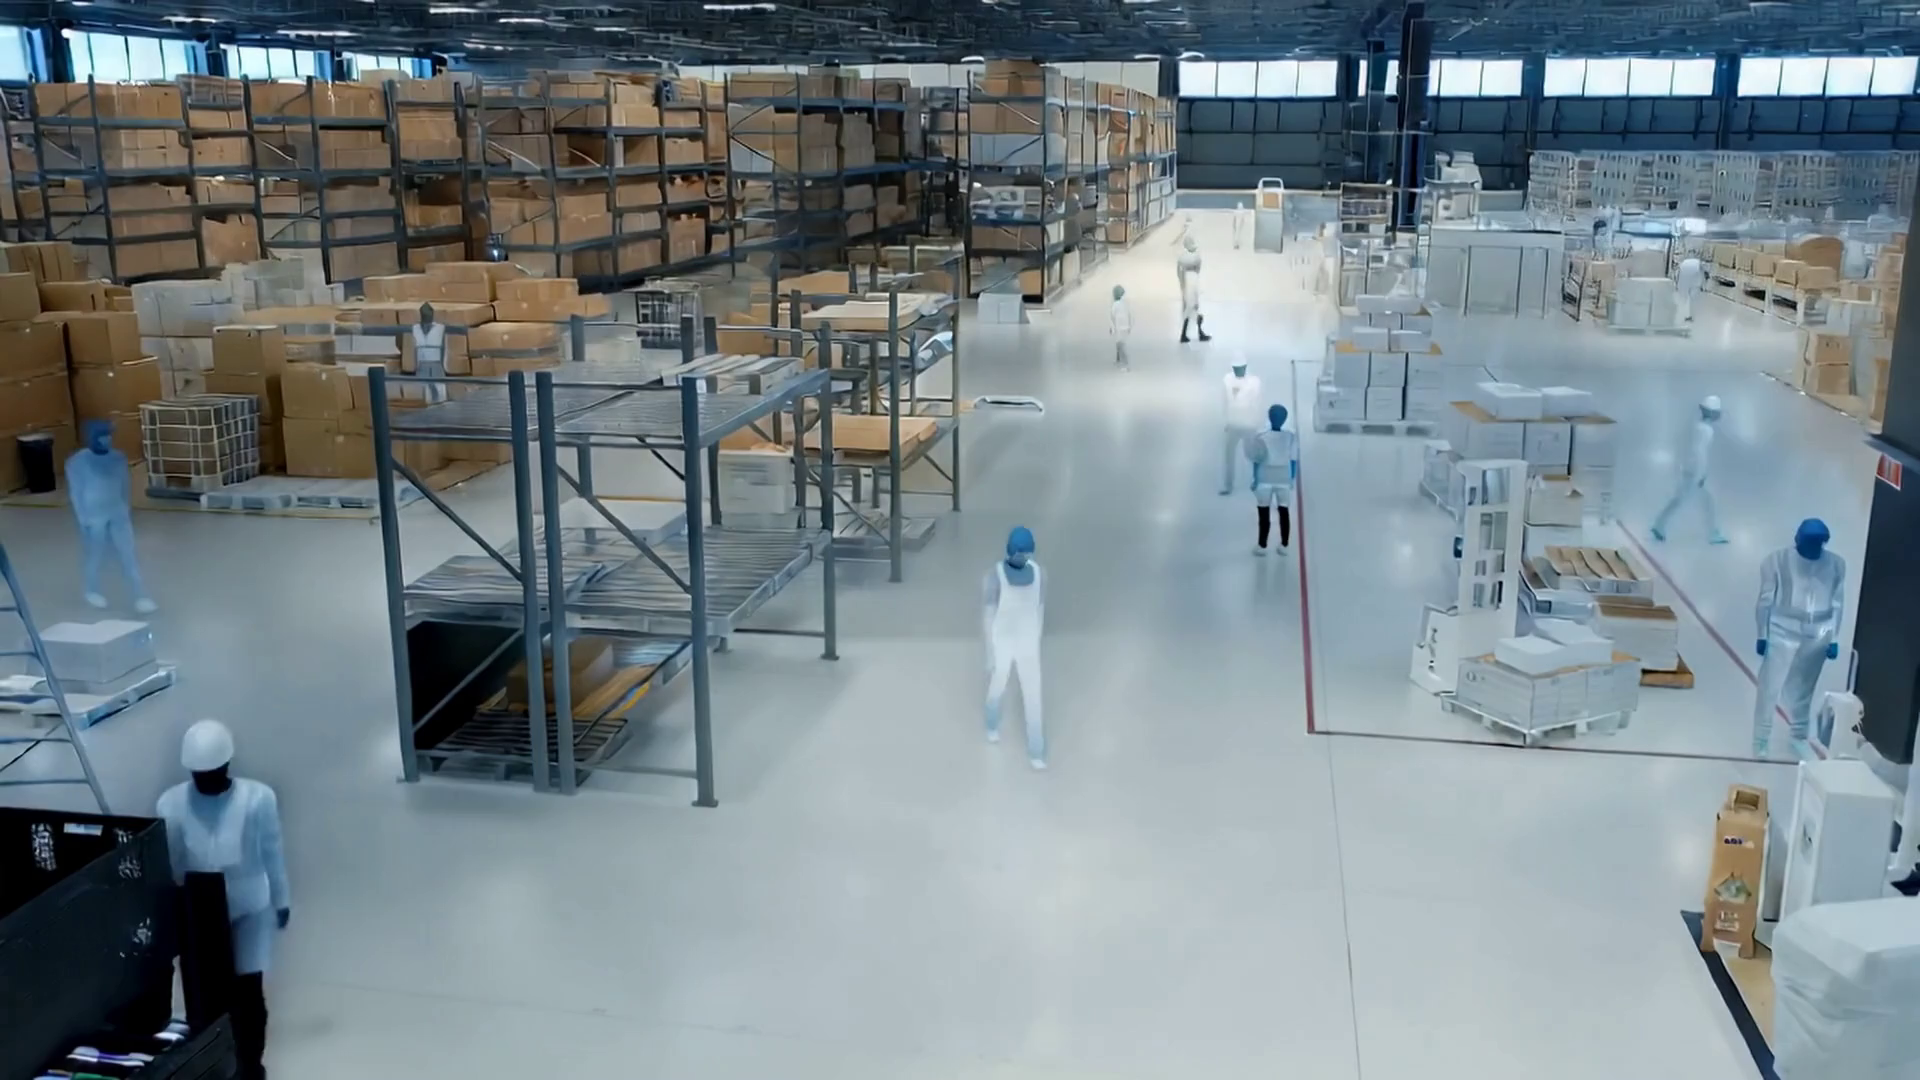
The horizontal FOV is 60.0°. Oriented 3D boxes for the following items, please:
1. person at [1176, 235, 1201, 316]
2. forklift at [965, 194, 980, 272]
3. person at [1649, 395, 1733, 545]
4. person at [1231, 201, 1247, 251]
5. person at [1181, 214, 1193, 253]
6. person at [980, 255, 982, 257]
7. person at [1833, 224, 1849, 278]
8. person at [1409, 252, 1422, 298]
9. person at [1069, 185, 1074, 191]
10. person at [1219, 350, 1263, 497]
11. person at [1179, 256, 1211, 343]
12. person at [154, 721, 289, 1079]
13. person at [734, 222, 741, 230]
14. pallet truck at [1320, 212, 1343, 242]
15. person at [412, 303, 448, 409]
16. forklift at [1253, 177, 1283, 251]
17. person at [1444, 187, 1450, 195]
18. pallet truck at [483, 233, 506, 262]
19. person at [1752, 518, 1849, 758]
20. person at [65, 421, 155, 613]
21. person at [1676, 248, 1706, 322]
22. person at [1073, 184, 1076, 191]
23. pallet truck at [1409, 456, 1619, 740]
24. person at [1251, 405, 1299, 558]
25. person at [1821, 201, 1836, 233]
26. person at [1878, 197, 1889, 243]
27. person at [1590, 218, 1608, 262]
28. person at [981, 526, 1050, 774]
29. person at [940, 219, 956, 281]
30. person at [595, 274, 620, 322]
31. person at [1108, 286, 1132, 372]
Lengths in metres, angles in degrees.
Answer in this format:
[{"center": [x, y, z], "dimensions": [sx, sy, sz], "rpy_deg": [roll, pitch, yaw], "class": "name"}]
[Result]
[{"center": [5.739, -6.695, 42.114], "dimensions": [0.539, 2.000, 0.689], "rpy_deg": [12, 18, 39], "class": "person"}, {"center": [0.833, -10.373, 55.317], "dimensions": [1.129, 2.768, 1.873], "rpy_deg": [3, 14, 10], "class": "forklift"}, {"center": [8.310, -0.790, 18.798], "dimensions": [0.887, 1.727, 0.520], "rpy_deg": [0, 14, -1], "class": "person"}, {"center": [10.920, -12.305, 65.163], "dimensions": [0.633, 1.916, 0.681], "rpy_deg": [3, 14, 13], "class": "person"}, {"center": [8.400, -11.259, 61.570], "dimensions": [0.514, 1.587, 0.850], "rpy_deg": [7, 16, 27], "class": "person"}, {"center": [0.848, -9.280, 53.315], "dimensions": [0.531, 1.698, 0.320], "rpy_deg": [-7, 16, -27], "class": "person"}, {"center": [27.757, -9.106, 52.522], "dimensions": [0.401, 1.732, 0.600], "rpy_deg": [-10, 17, -35], "class": "person"}, {"center": [10.518, -5.745, 38.639], "dimensions": [0.380, 1.855, 0.525], "rpy_deg": [7, 16, 28], "class": "person"}, {"center": [5.870, -17.910, 88.108], "dimensions": [0.628, 1.822, 0.666], "rpy_deg": [0, 14, 1], "class": "person"}, {"center": [3.676, -1.536, 21.504], "dimensions": [0.591, 1.889, 0.885], "rpy_deg": [11, 17, 37], "class": "person"}, {"center": [5.237, -5.322, 36.819], "dimensions": [0.866, 1.902, 0.576], "rpy_deg": [-7, 16, -27], "class": "person"}, {"center": [-3.521, 1.798, 7.911], "dimensions": [0.557, 1.897, 0.908], "rpy_deg": [-3, 14, -11], "class": "person"}, {"center": [-9.557, -13.598, 70.410], "dimensions": [0.548, 1.916, 0.796], "rpy_deg": [0, 14, -1], "class": "person"}, {"center": [15.874, -13.227, 70.310], "dimensions": [0.680, 1.201, 1.601], "rpy_deg": [10, 17, 35], "class": "pallet truck"}, {"center": [-8.512, -2.853, 26.766], "dimensions": [0.593, 1.920, 0.391], "rpy_deg": [1, 14, 5], "class": "person"}, {"center": [12.083, -12.747, 64.956], "dimensions": [1.129, 2.768, 1.873], "rpy_deg": [3, 14, 10], "class": "forklift"}, {"center": [23.531, -16.151, 80.618], "dimensions": [0.399, 1.985, 0.610], "rpy_deg": [-9, 16, -31], "class": "person"}, {"center": [-11.832, -7.026, 43.548], "dimensions": [1.885, 1.965, 0.823], "rpy_deg": [8, 16, 28], "class": "pallet truck"}, {"center": [6.255, 0.729, 12.396], "dimensions": [0.624, 1.838, 0.430], "rpy_deg": [2, 14, 6], "class": "person"}, {"center": [-8.304, -0.217, 16.150], "dimensions": [1.011, 1.890, 0.641], "rpy_deg": [11, 18, 38], "class": "person"}, {"center": [17.983, -6.289, 40.988], "dimensions": [0.619, 1.779, 0.941], "rpy_deg": [2, 14, 9], "class": "person"}, {"center": [5.856, -17.045, 84.380], "dimensions": [0.446, 1.951, 0.625], "rpy_deg": [-10, 17, -34], "class": "person"}, {"center": [4.504, 0.400, 13.395], "dimensions": [0.823, 1.965, 1.885], "rpy_deg": [-6, 15, -23], "class": "pallet truck"}, {"center": [3.444, -0.640, 18.237], "dimensions": [0.538, 1.696, 0.317], "rpy_deg": [-3, 14, -11], "class": "person"}, {"center": [35.853, -13.113, 68.722], "dimensions": [0.463, 1.783, 0.622], "rpy_deg": [10, 17, 36], "class": "person"}, {"center": [38.603, -13.370, 69.505], "dimensions": [0.431, 1.894, 0.669], "rpy_deg": [5, 15, 18], "class": "person"}, {"center": [22.088, -10.289, 57.497], "dimensions": [0.551, 1.644, 0.861], "rpy_deg": [3, 14, 12], "class": "person"}, {"center": [0.393, 0.757, 12.369], "dimensions": [0.517, 1.803, 0.971], "rpy_deg": [-4, 14, -16], "class": "person"}, {"center": [-0.319, -9.050, 51.950], "dimensions": [0.651, 1.907, 0.409], "rpy_deg": [-8, 16, -29], "class": "person"}, {"center": [-6.799, -4.144, 31.971], "dimensions": [0.857, 1.939, 0.609], "rpy_deg": [13, 19, 42], "class": "person"}, {"center": [3.132, -4.120, 32.493], "dimensions": [0.557, 1.633, 0.760], "rpy_deg": [-13, 19, -43], "class": "person"}]
